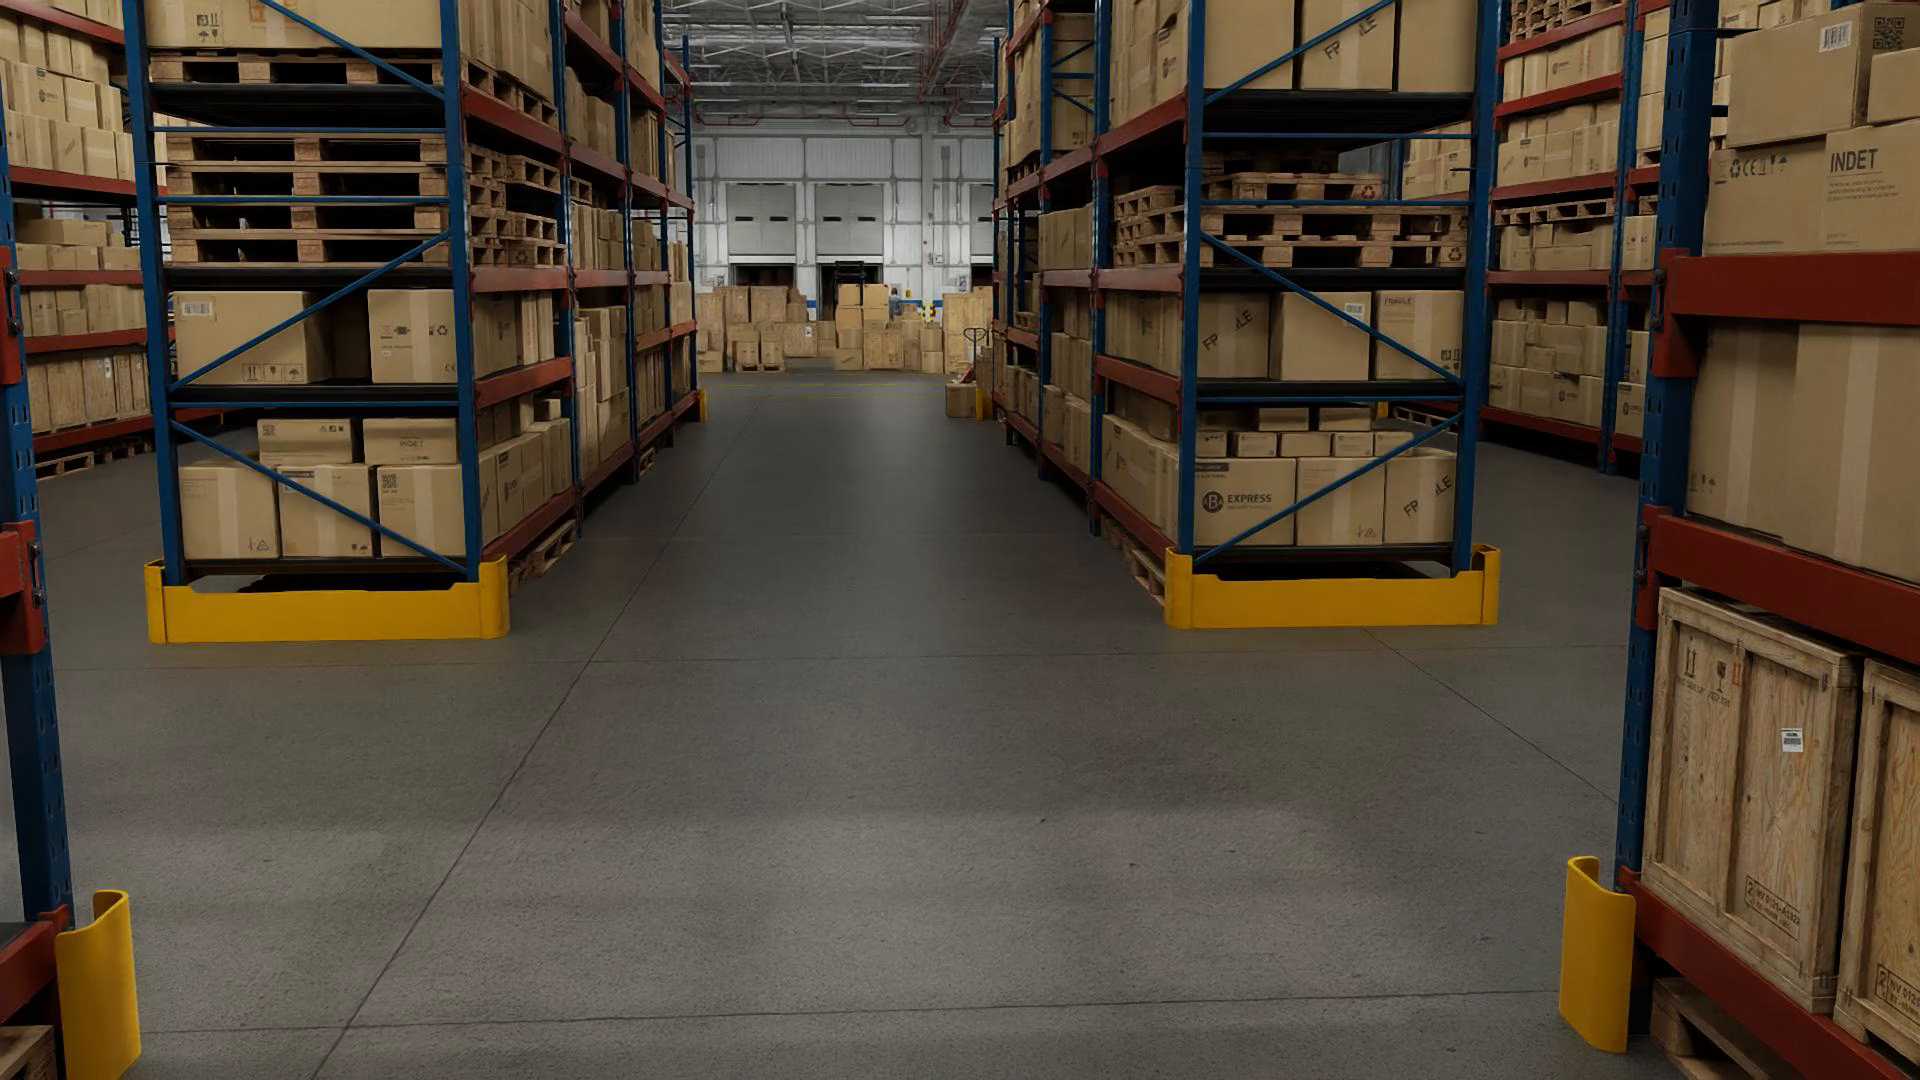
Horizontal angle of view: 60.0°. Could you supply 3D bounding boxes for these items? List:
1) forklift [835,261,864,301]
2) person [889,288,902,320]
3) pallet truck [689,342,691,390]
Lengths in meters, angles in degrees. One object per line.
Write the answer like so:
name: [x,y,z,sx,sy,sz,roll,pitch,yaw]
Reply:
forklift: [-3.584,-7.683,54.074,1.129,2.768,1.873,-1,9,-4]
person: [-2.306,-7.816,57.900,0.638,1.926,0.367,4,10,24]
pallet truck: [-5.225,-3.008,27.480,1.885,1.965,0.823,2,9,14]
